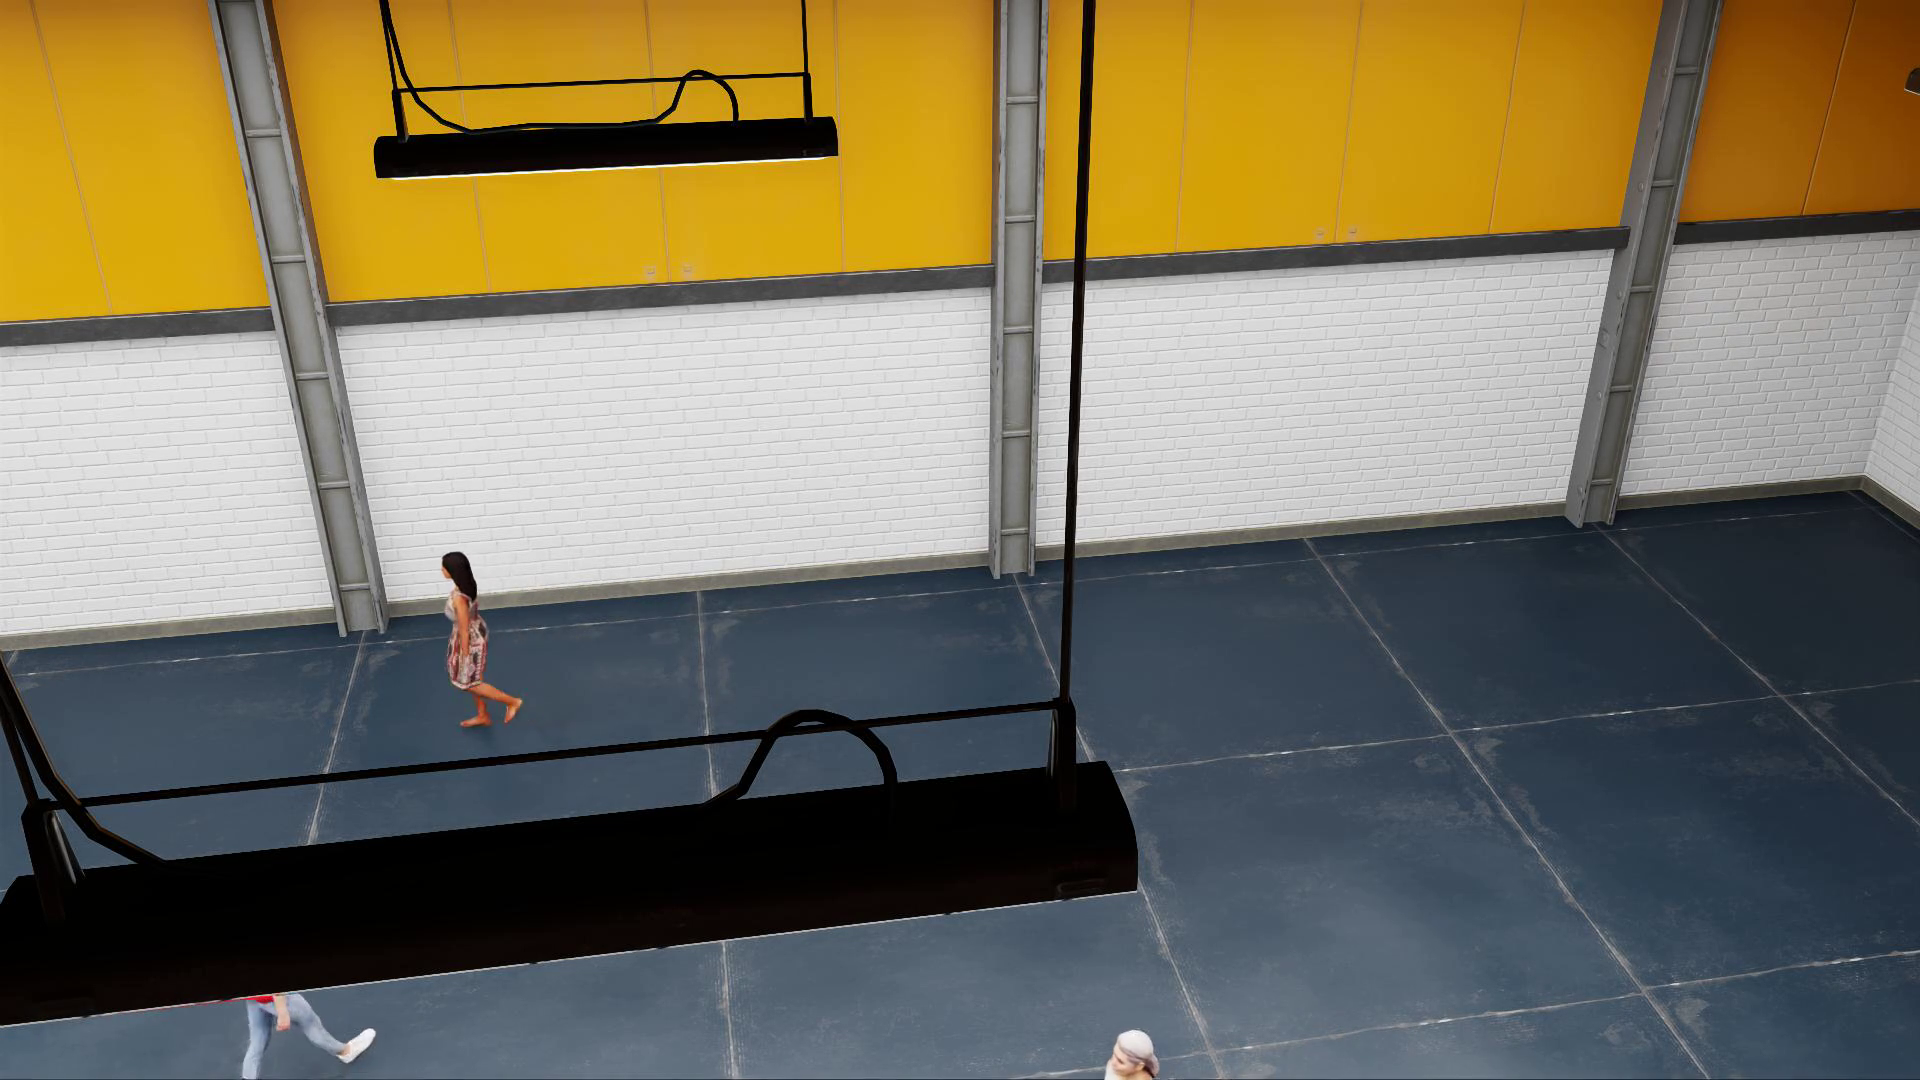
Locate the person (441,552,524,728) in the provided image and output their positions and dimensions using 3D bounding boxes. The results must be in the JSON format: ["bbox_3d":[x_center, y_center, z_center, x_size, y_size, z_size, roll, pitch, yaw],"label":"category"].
[{"bbox_3d":[-3.841,0.824,13.339,0.753,1.635,0.658,-5,29,-10],"label":"person"}]

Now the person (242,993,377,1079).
[{"bbox_3d":[-4.135,2.735,9.818,1.074,1.653,1.178,21,35,34],"label":"person"}]

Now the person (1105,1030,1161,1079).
[{"bbox_3d":[0.993,3.255,8.854,1.216,1.662,0.832,-13,31,-23],"label":"person"}]
